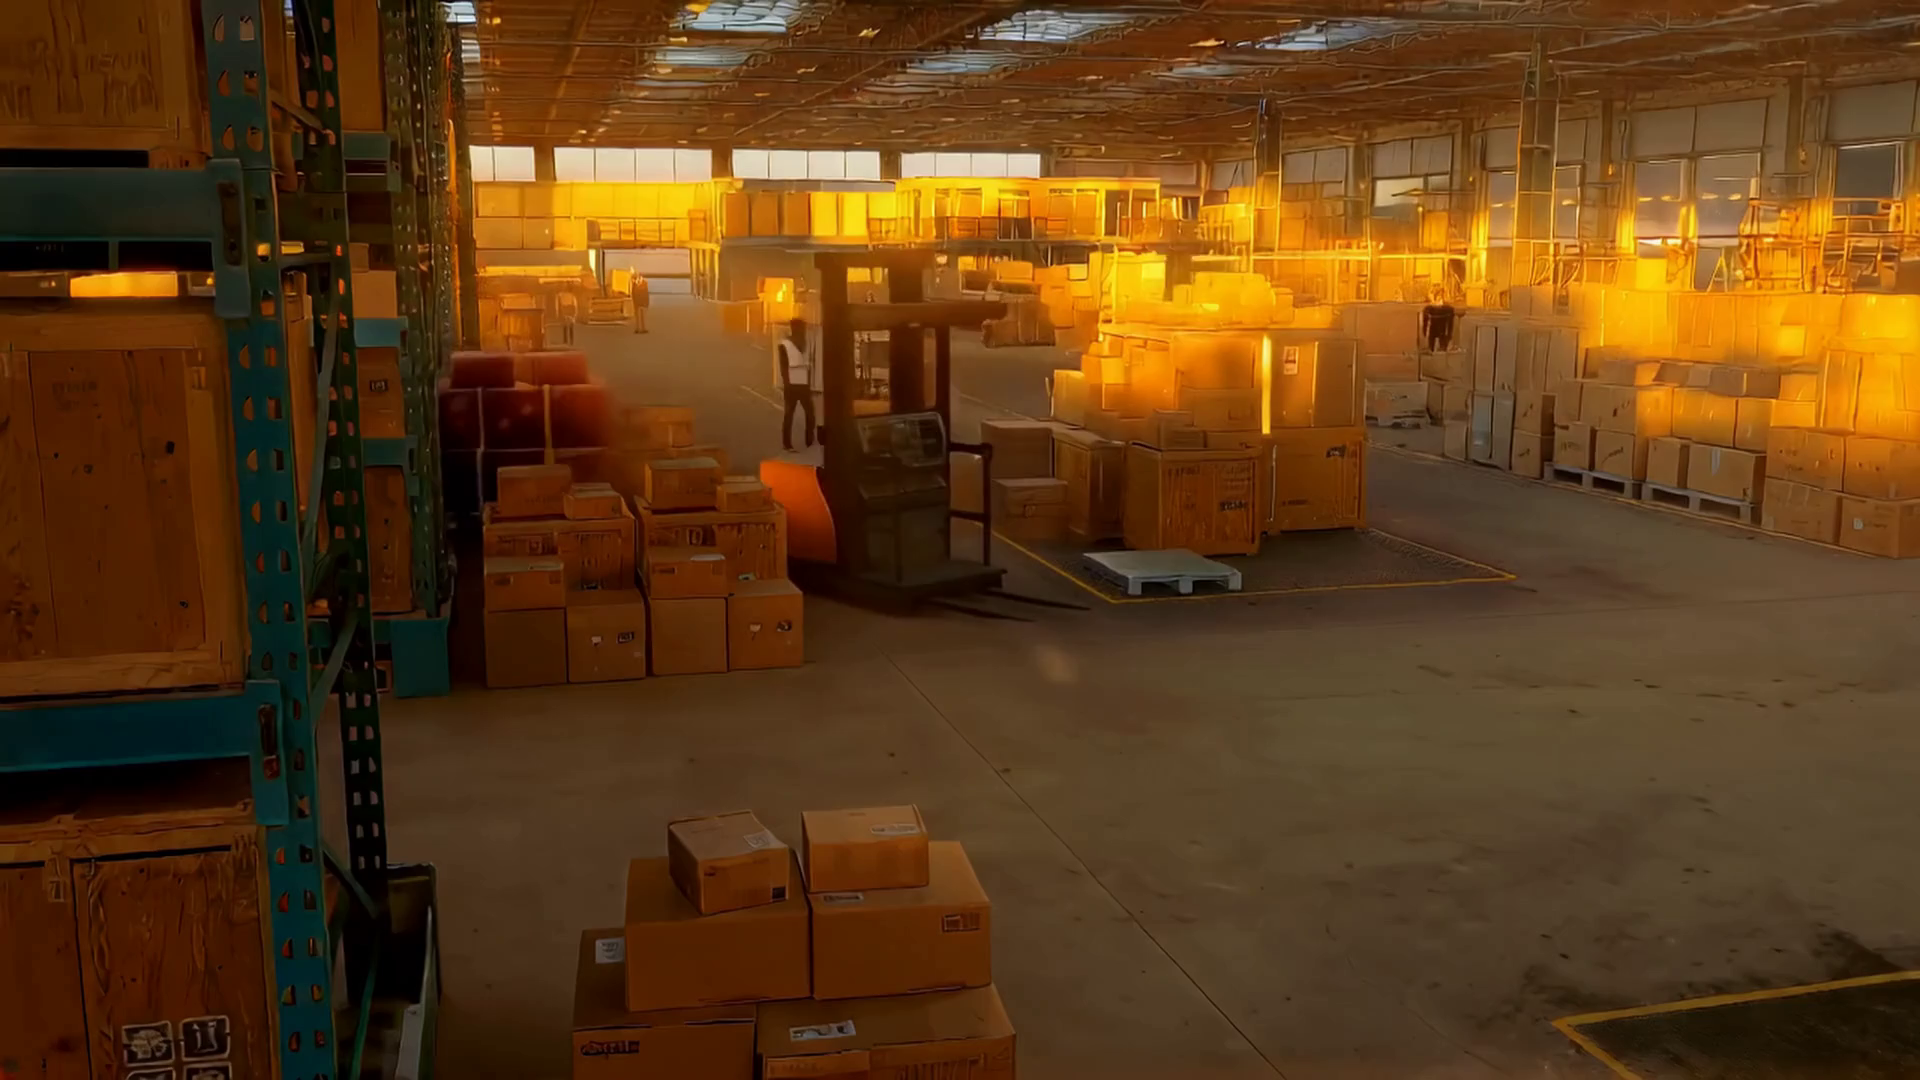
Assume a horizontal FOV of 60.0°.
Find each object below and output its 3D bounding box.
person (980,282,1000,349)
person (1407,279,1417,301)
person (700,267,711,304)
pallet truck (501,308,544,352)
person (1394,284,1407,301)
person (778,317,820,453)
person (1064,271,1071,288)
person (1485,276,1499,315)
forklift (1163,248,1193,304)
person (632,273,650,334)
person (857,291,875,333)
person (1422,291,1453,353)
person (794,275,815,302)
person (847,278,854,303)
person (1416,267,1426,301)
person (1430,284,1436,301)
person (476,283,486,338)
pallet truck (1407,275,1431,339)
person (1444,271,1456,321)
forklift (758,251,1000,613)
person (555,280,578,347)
[{"bbox_3d":[0.793,-6.307,46.724,0.599,1.881,0.924,-4,11,-19],"label":"person"},{"bbox_3d":[15.592,-8.157,57.611,0.383,1.727,0.493,-1,10,-6],"label":"person"},{"bbox_3d":[-12.604,-12.631,82.542,0.417,1.868,0.601,9,13,41],"label":"person"},{"bbox_3d":[-6.242,-2.418,24.362,0.823,1.965,1.885,1,10,3],"label":"pallet truck"},{"bbox_3d":[12.314,-6.239,46.488,0.488,1.826,0.506,-3,10,-17],"label":"person"},{"bbox_3d":[-2.187,-2.098,22.854,0.757,1.893,0.597,8,13,40],"label":"person"},{"bbox_3d":[4.058,-9.627,65.411,0.629,1.925,0.481,-4,11,-22],"label":"person"},{"bbox_3d":[18.812,-8.413,58.805,0.628,1.832,0.429,-8,13,-39],"label":"person"},{"bbox_3d":[4.896,-5.206,37.651,1.873,2.768,1.129,-3,10,-15],"label":"forklift"},{"bbox_3d":[-10.510,-7.799,54.839,0.388,1.992,0.625,9,14,42],"label":"person"},{"bbox_3d":[-2.140,-5.015,39.569,0.514,1.832,0.967,-8,13,-37],"label":"person"},{"bbox_3d":[9.990,-4.237,34.831,0.627,1.940,0.370,0,10,-1],"label":"person"},{"bbox_3d":[-4.696,-6.905,49.652,0.707,2.000,0.924,3,10,15],"label":"person"},{"bbox_3d":[-3.524,-7.330,52.467,0.592,1.889,0.558,8,13,38],"label":"person"},{"bbox_3d":[20.959,-11.436,75.653,0.395,1.923,0.591,-8,13,-38],"label":"person"},{"bbox_3d":[15.102,-7.364,53.315,0.557,1.643,0.812,-9,13,-40],"label":"person"},{"bbox_3d":[-15.250,-7.194,52.195,0.909,1.723,0.528,-1,10,-7],"label":"person"},{"bbox_3d":[14.620,-7.324,52.145,0.823,1.965,1.885,8,13,40],"label":"pallet truck"},{"bbox_3d":[18.754,-9.331,63.646,0.616,1.946,0.392,-6,12,-30],"label":"person"},{"bbox_3d":[-0.730,-0.972,13.680,1.873,2.768,1.129,10,14,44],"label":"forklift"},{"bbox_3d":[-11.215,-6.442,47.357,0.611,1.927,0.934,-4,11,-23],"label":"person"}]
